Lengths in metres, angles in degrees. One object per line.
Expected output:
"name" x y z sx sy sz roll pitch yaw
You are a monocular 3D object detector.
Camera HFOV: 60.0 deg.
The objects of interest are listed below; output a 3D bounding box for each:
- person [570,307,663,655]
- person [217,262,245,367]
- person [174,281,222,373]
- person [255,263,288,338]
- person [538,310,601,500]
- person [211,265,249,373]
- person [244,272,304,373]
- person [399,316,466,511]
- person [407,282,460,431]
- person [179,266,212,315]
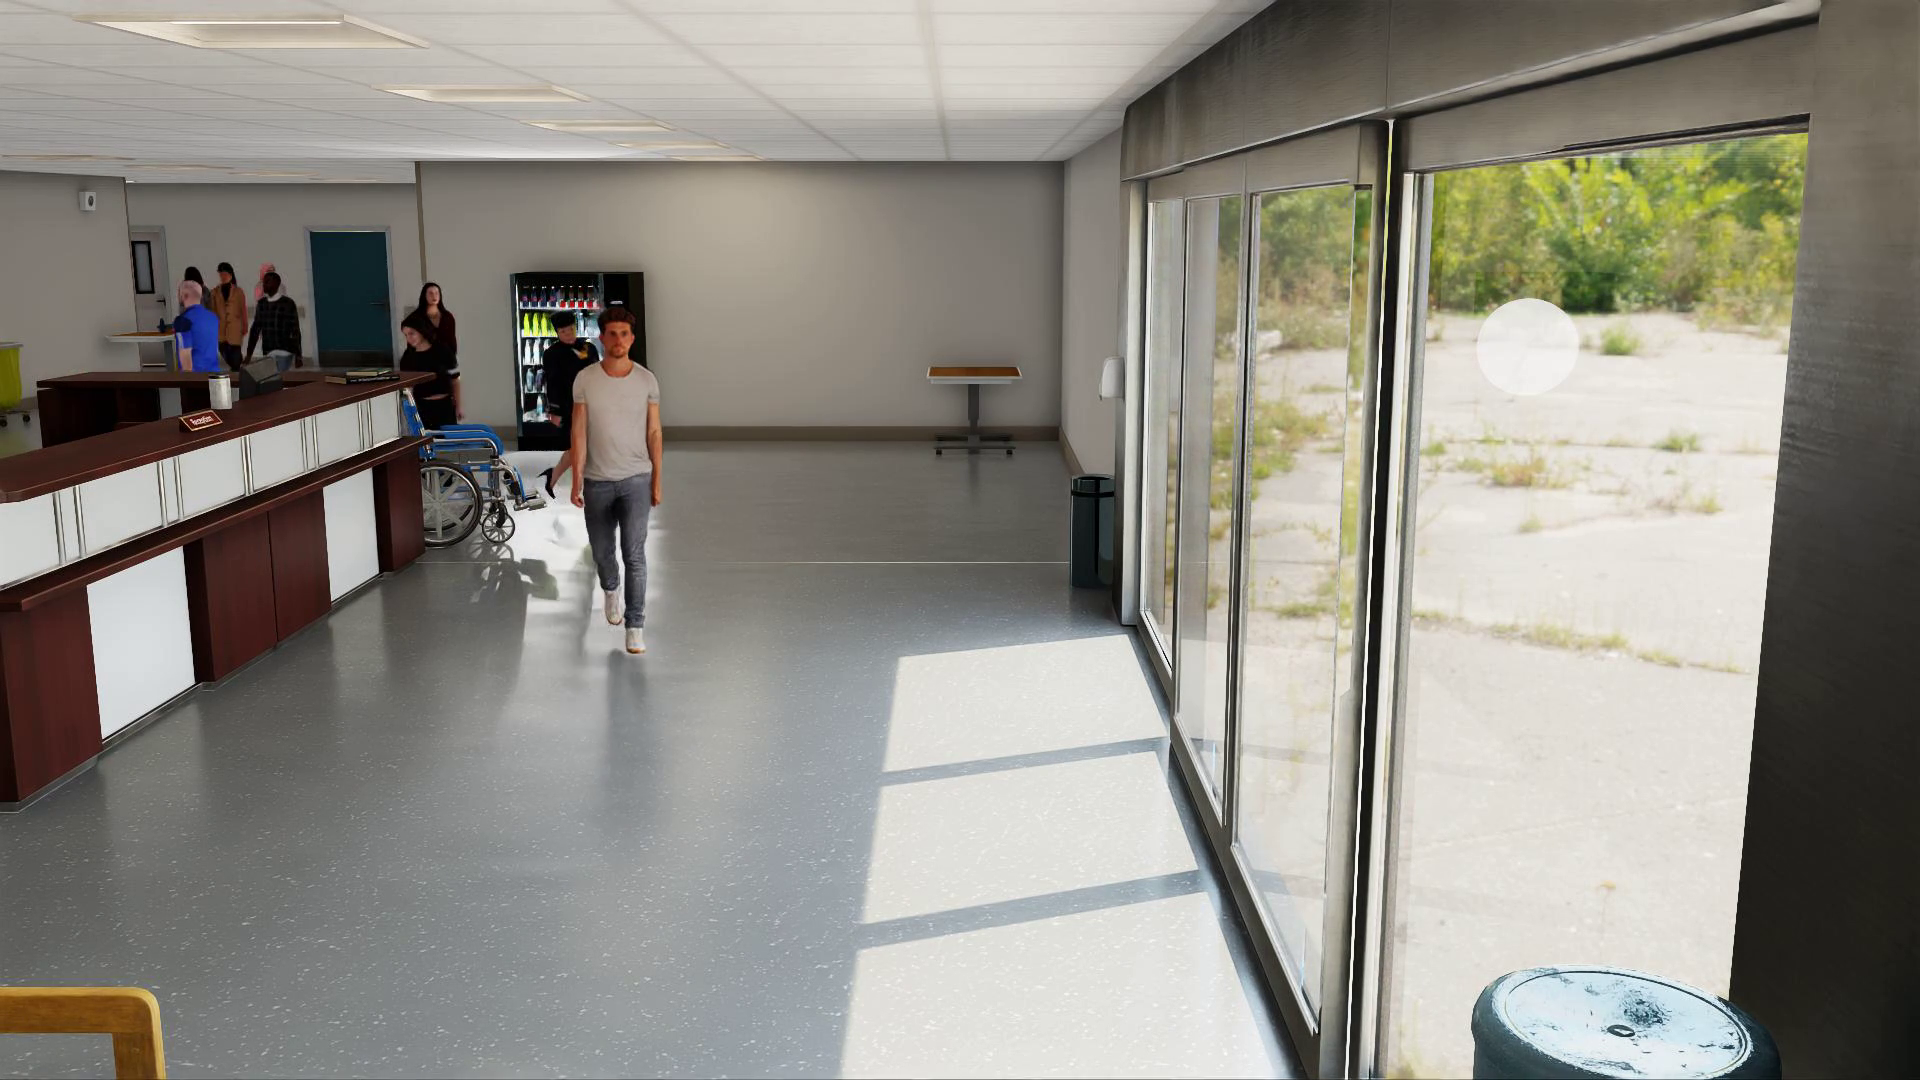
"person" -1.916 -0.340 9.253 1.132 1.869 0.837 -2 11 -8
"person" -11.360 -3.470 26.107 0.691 1.736 0.684 -3 11 -17
"person" -6.824 -1.425 15.121 1.208 1.814 0.851 3 11 13
"person" -9.576 -2.951 23.188 0.772 1.804 0.740 7 13 32
"person" -3.149 -1.019 13.472 1.171 1.630 1.063 6 12 30
"person" -10.750 -3.178 24.510 0.800 1.715 0.815 -2 11 -13
"person" -7.531 -2.058 18.561 1.176 1.775 1.036 5 12 23
"person" -4.270 -1.039 13.630 0.845 1.611 0.726 10 14 42
"person" -5.384 -1.723 16.899 1.044 1.735 1.018 -7 13 -32
"person" -11.135 -3.098 24.309 1.196 1.675 1.023 -5 12 -25
